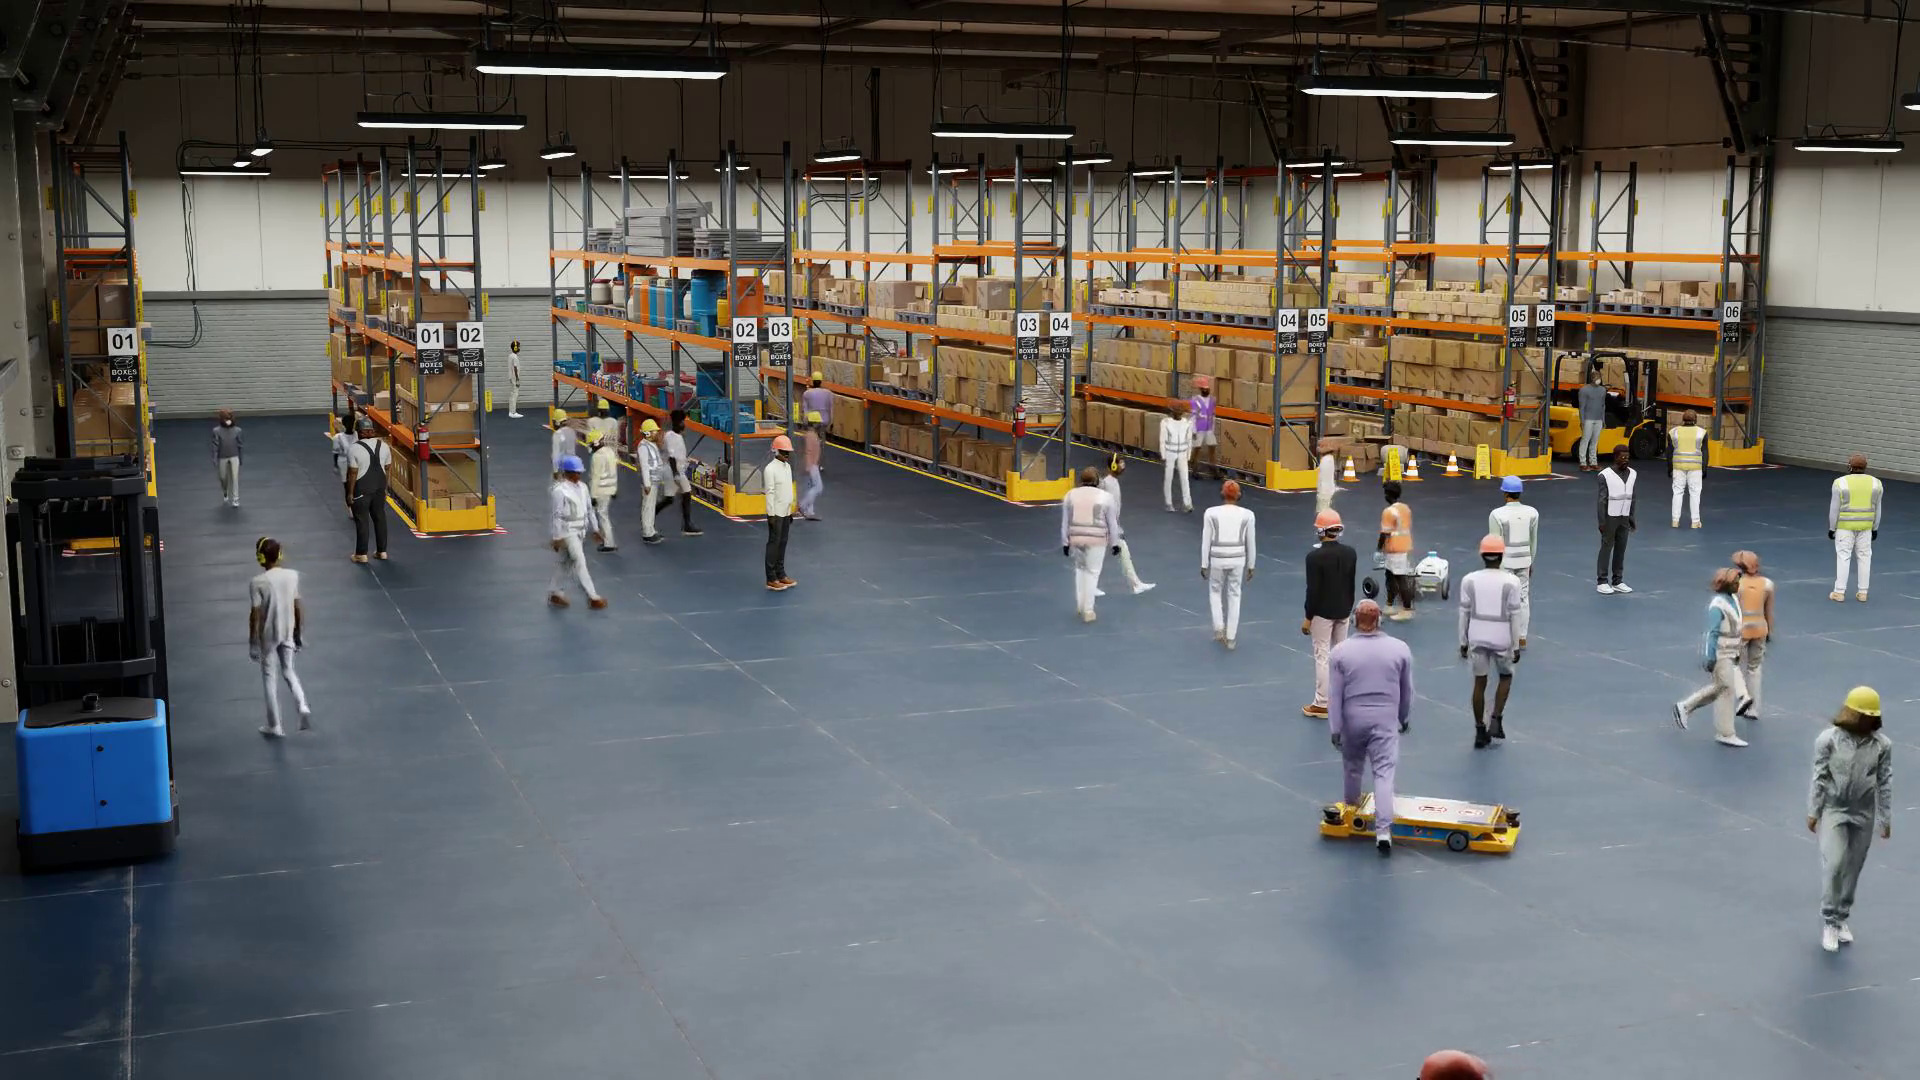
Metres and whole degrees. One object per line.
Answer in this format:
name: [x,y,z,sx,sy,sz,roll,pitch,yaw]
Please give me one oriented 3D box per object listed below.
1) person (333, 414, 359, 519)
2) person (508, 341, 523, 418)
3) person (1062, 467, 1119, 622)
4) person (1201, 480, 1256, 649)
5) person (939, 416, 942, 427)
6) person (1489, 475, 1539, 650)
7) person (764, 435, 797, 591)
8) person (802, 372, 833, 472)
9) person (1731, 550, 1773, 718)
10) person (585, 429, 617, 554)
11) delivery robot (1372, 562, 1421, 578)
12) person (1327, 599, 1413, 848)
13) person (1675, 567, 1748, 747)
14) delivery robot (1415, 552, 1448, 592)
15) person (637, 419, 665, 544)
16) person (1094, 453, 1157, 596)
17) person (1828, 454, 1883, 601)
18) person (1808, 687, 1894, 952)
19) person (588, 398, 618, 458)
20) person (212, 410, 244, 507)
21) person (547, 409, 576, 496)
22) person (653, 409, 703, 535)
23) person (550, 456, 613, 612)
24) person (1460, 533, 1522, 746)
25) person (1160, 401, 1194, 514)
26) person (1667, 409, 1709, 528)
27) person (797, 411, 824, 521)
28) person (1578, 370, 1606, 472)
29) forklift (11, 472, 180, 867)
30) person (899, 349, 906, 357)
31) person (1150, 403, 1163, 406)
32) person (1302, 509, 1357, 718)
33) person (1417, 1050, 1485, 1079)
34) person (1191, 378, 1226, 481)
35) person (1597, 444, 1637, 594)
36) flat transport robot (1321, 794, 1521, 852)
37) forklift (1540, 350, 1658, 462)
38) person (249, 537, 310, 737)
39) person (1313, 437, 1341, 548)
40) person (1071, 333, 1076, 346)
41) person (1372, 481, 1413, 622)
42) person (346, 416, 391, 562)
person: [-9.836,-1.203,33.752,0.539,1.676,0.695,-5,10,-28]
person: [-10.924,-3.944,51.406,0.320,1.862,0.510,-4,9,-23]
person: [1.577,0.034,25.030,0.640,1.822,0.696,4,10,27]
person: [2.990,0.255,23.381,0.619,1.863,0.624,0,9,2]
person: [-0.464,-3.490,48.262,0.572,1.883,0.974,-2,9,-13]
person: [6.083,0.254,23.122,0.605,1.948,0.388,-3,9,-18]
person: [-2.318,-0.362,27.080,0.393,1.990,0.623,3,9,20]
person: [-2.734,-2.286,40.223,0.601,1.897,0.855,-1,9,-7]
person: [7.475,0.902,19.883,0.531,1.622,0.407,0,9,-3]
person: [-5.125,-0.700,30.033,0.494,1.779,0.643,2,9,13]
delivery robot: [5.490,0.311,26.334,0.335,0.223,0.698,-5,10,-29]
person: [3.119,1.380,15.938,0.655,1.863,1.003,1,9,6]
person: [6.848,1.032,18.999,0.631,1.624,0.512,6,10,34]
delivery robot: [6.002,0.394,26.643,0.477,0.478,0.707,3,9,19]
person: [-4.579,-0.877,31.031,0.403,1.836,0.592,0,9,2]
person: [1.991,-0.184,26.470,0.970,1.821,0.515,3,9,20]
person: [11.185,-0.156,26.209,0.629,1.843,0.429,0,9,3]
person: [5.793,1.798,13.563,0.499,1.717,0.642,1,9,4]
person: [-6.115,-1.560,35.846,0.538,1.750,0.578,-2,9,-14]
person: [-12.287,-1.388,35.178,0.505,1.610,0.671,-3,9,-18]
person: [-6.259,-1.160,32.978,0.423,1.818,0.601,4,9,23]
person: [-4.379,-1.031,31.748,0.857,1.932,0.587,2,9,14]
person: [-4.678,-0.087,25.579,1.003,1.894,0.602,3,9,21]
person: [4.794,0.895,18.932,0.565,1.918,0.515,5,10,28]
person: [3.537,-1.345,34.148,0.589,1.836,0.953,-2,9,-11]
person: [11.318,-1.110,32.573,0.624,1.844,0.429,4,10,26]
person: [-2.317,-1.175,33.308,0.359,1.755,0.524,0,9,2]
person: [12.099,-2.281,40.057,0.630,1.940,0.370,-4,9,-26]
forklift: [-6.630,0.886,15.957,1.129,2.768,1.873,-3,9,-21]
person: [-1.205,-3.216,46.147,0.611,1.993,1.045,-3,9,-18]
person: [4.485,-3.385,47.444,0.588,1.930,0.363,-1,9,-9]
person: [3.517,0.695,20.025,0.612,1.996,0.388,-5,10,-32]
person: [1.637,2.650,7.225,0.819,1.940,0.567,2,9,10]
person: [4.534,-2.025,38.491,0.567,1.890,0.958,-4,9,-23]
person: [8.386,-0.279,26.809,0.588,1.914,0.377,-4,10,-27]
flat transport robot: [3.556,2.158,16.133,1.431,0.197,0.652,3,9,21]
forklift: [12.897,-2.725,42.309,2.313,2.155,1.214,-3,9,-21]
person: [-6.242,0.894,19.160,0.539,1.853,0.554,8,11,41]
person: [5.303,-0.689,30.490,0.336,1.621,0.511,3,9,19]
person: [2.817,-4.366,53.995,0.461,1.928,0.630,-3,9,-18]
person: [5.129,0.129,24.855,0.645,1.653,0.556,6,10,33]
person: [-8.343,-0.707,29.360,0.539,2.000,0.688,7,11,38]
